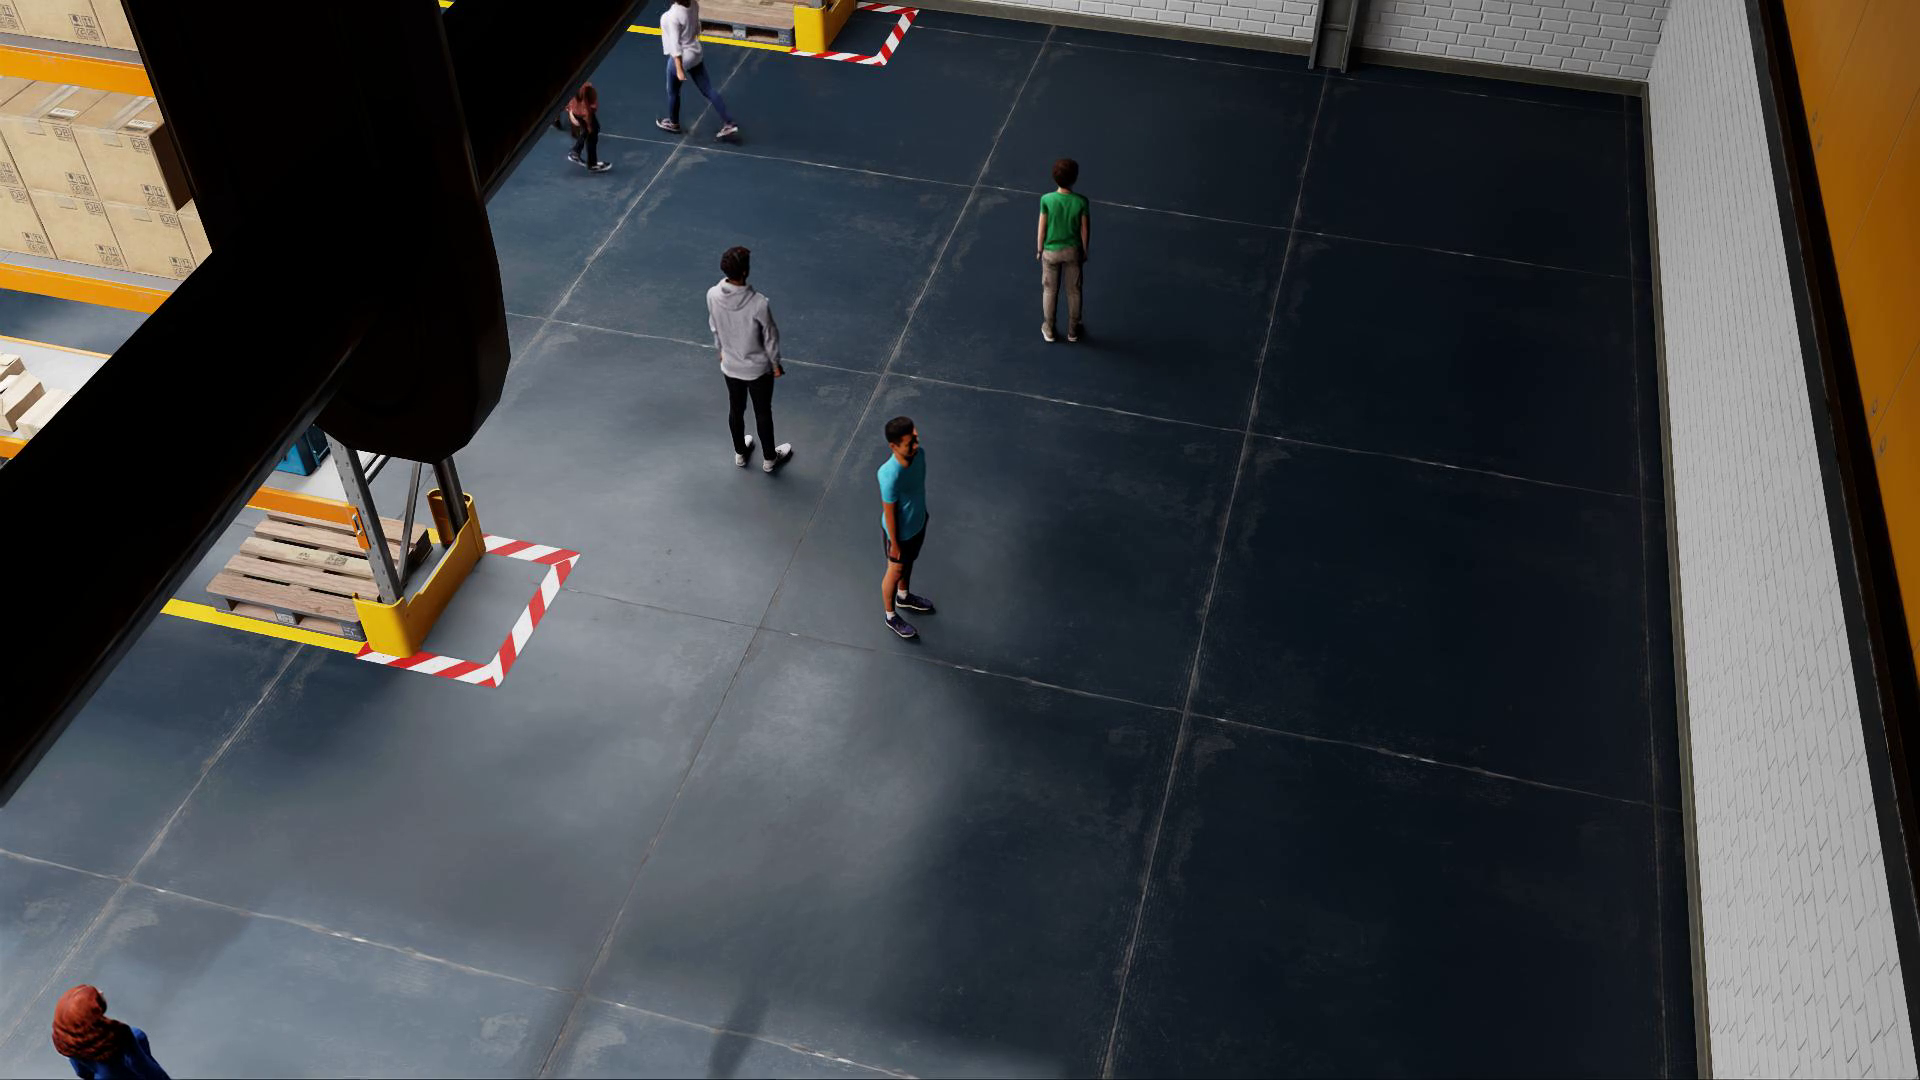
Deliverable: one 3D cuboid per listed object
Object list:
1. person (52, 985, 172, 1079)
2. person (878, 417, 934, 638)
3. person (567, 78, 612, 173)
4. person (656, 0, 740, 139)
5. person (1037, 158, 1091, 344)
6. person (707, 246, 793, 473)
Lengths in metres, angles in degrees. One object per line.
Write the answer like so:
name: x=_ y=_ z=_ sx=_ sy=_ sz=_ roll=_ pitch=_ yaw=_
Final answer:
person: x=-3.997 y=2.718 z=8.096 sx=0.492 sy=1.828 sz=0.669 roll=10 pitch=44 yaw=10
person: x=-0.381 y=-0.113 z=11.108 sx=0.564 sy=1.774 sz=0.657 roll=18 pitch=46 yaw=18
person: x=-3.577 y=-3.994 z=15.565 sx=0.741 sy=1.245 sz=0.676 roll=-13 pitch=45 yaw=-13
person: x=-2.529 y=-4.600 z=15.881 sx=1.201 sy=1.687 sz=0.838 roll=21 pitch=47 yaw=20
person: x=0.841 y=-2.340 z=13.535 sx=0.531 sy=1.651 sz=0.675 roll=2 pitch=44 yaw=2
person: x=-1.577 y=-1.320 z=12.261 sx=0.541 sy=1.931 sz=0.745 roll=13 pitch=45 yaw=13
